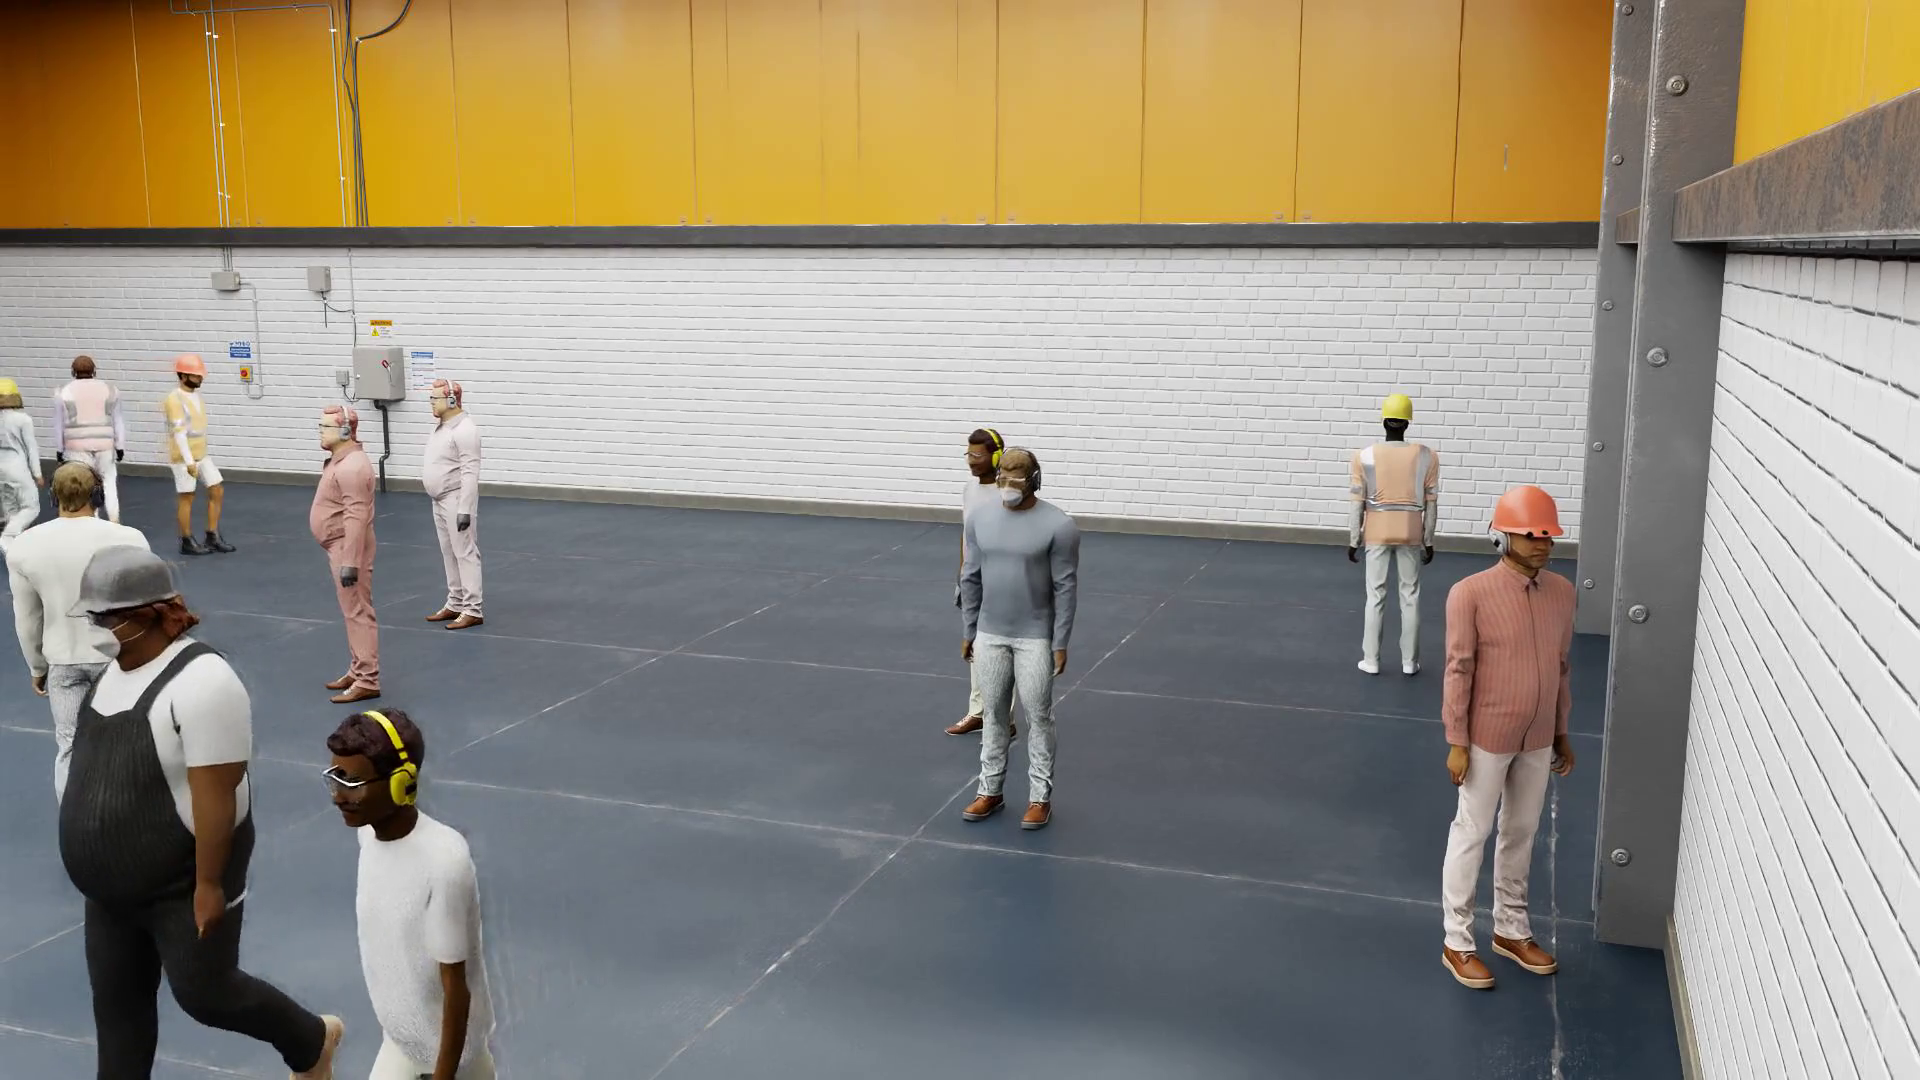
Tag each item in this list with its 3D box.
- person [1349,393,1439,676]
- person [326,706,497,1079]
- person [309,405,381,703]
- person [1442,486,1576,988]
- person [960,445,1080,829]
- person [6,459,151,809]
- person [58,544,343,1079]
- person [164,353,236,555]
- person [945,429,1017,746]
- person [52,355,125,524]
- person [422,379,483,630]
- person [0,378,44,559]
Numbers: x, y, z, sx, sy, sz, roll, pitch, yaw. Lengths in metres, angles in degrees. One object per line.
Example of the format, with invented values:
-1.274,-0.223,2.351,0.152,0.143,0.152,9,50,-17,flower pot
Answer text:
2.934,-0.029,11.300,0.585,1.929,0.375,1,10,8,person
-1.381,1.299,4.175,0.541,1.801,0.988,8,13,40,person
-3.960,0.082,10.720,0.409,1.913,0.650,-4,11,-23,person
2.186,0.770,6.615,0.608,1.995,0.377,-4,11,-23,person
0.285,0.485,8.381,0.631,1.939,0.372,5,11,24,person
-4.084,0.581,7.840,0.631,1.940,0.372,-2,10,-10,person
-2.497,0.981,5.295,0.700,2.000,0.823,6,12,30,person
-7.144,-0.788,15.605,0.553,1.920,0.557,2,10,9,person
0.152,0.272,9.777,0.316,1.867,0.531,-9,13,-40,person
-8.750,-0.937,16.714,0.628,1.829,0.447,-8,13,-38,person
-3.901,-0.277,12.758,0.410,1.909,0.643,-8,13,-38,person
-8.636,-0.605,15.091,0.492,1.724,0.579,1,10,6,person
